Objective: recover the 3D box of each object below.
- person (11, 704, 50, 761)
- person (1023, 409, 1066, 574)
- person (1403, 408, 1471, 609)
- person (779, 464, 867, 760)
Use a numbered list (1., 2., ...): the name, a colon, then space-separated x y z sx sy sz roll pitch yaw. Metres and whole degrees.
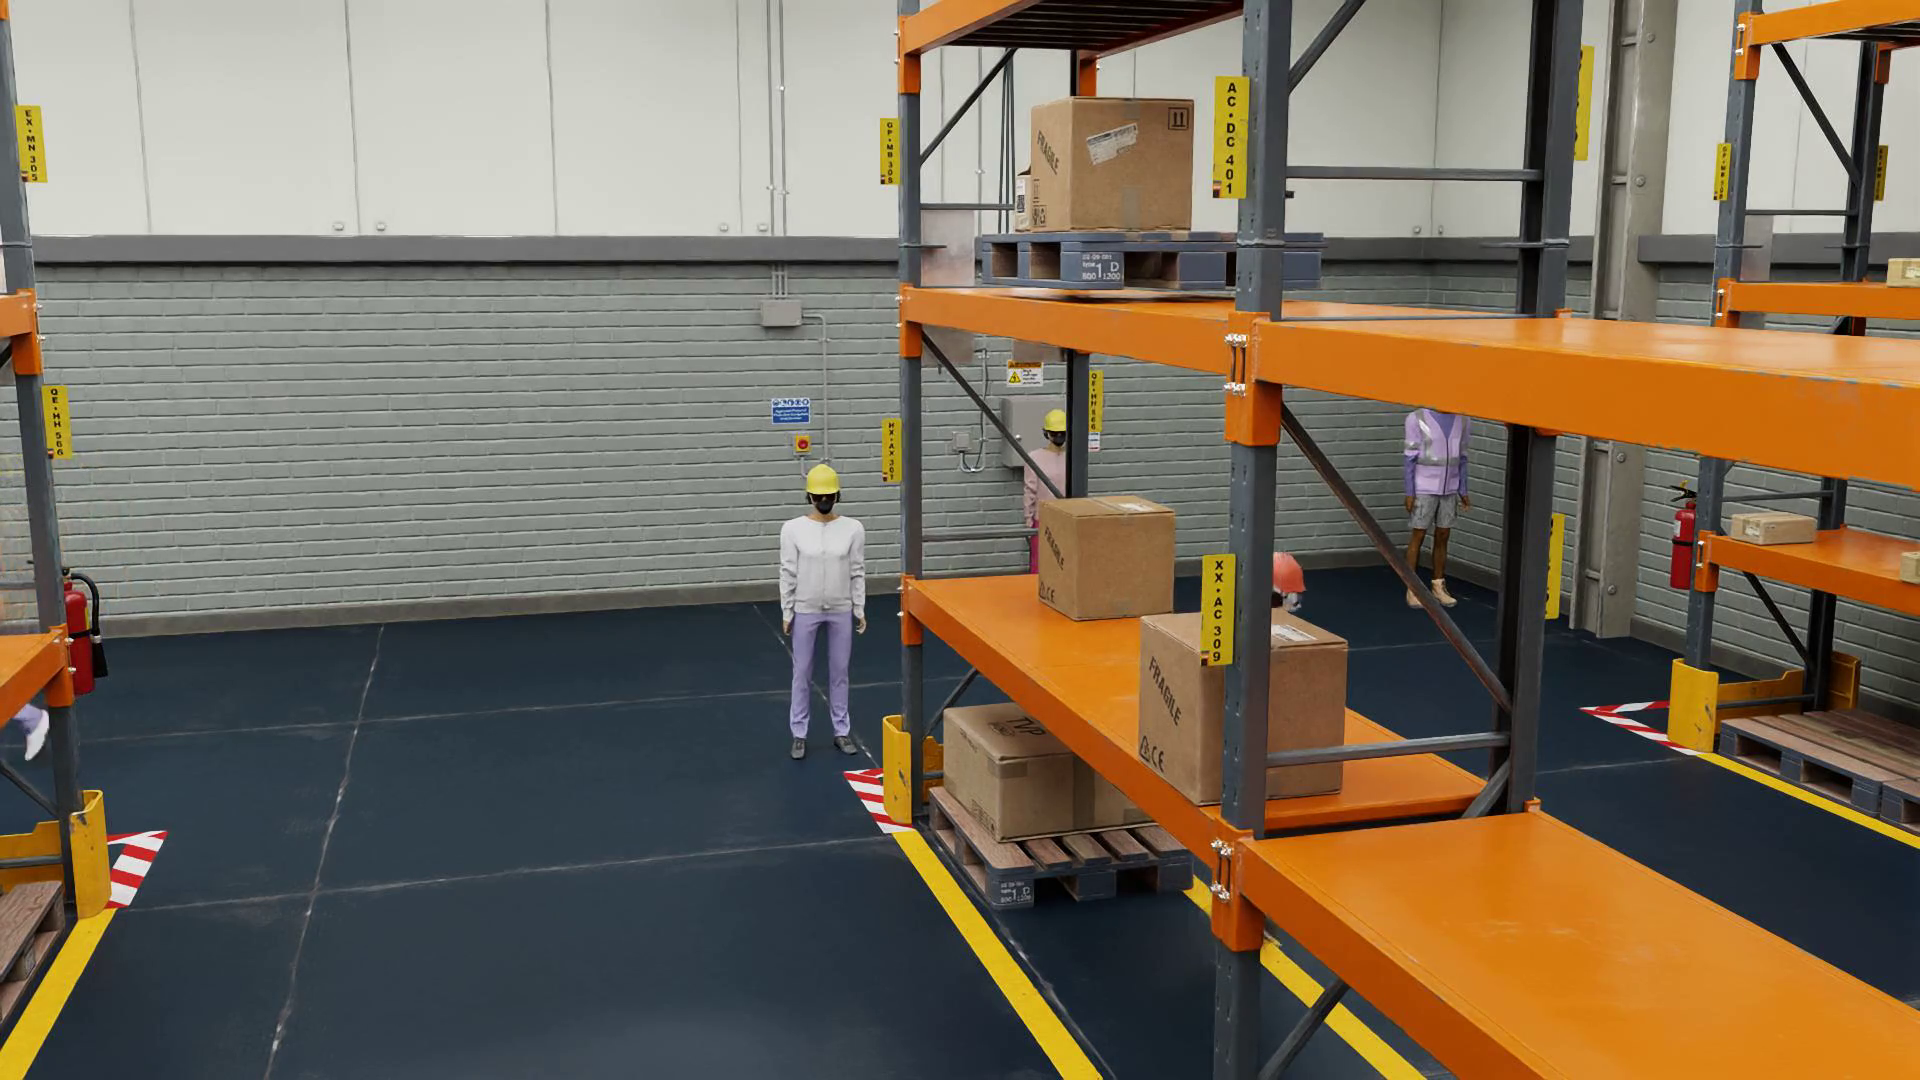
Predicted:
1. person: -5.672 0.428 9.536 0.626 1.893 0.632 -7 12 -34
2. person: 0.758 -0.159 13.260 0.524 1.770 0.315 -3 10 -15
3. person: 4.035 -0.436 14.048 0.605 2.045 0.378 -3 10 -15
4. person: -0.812 0.426 9.923 0.524 1.770 0.315 -3 10 -15
